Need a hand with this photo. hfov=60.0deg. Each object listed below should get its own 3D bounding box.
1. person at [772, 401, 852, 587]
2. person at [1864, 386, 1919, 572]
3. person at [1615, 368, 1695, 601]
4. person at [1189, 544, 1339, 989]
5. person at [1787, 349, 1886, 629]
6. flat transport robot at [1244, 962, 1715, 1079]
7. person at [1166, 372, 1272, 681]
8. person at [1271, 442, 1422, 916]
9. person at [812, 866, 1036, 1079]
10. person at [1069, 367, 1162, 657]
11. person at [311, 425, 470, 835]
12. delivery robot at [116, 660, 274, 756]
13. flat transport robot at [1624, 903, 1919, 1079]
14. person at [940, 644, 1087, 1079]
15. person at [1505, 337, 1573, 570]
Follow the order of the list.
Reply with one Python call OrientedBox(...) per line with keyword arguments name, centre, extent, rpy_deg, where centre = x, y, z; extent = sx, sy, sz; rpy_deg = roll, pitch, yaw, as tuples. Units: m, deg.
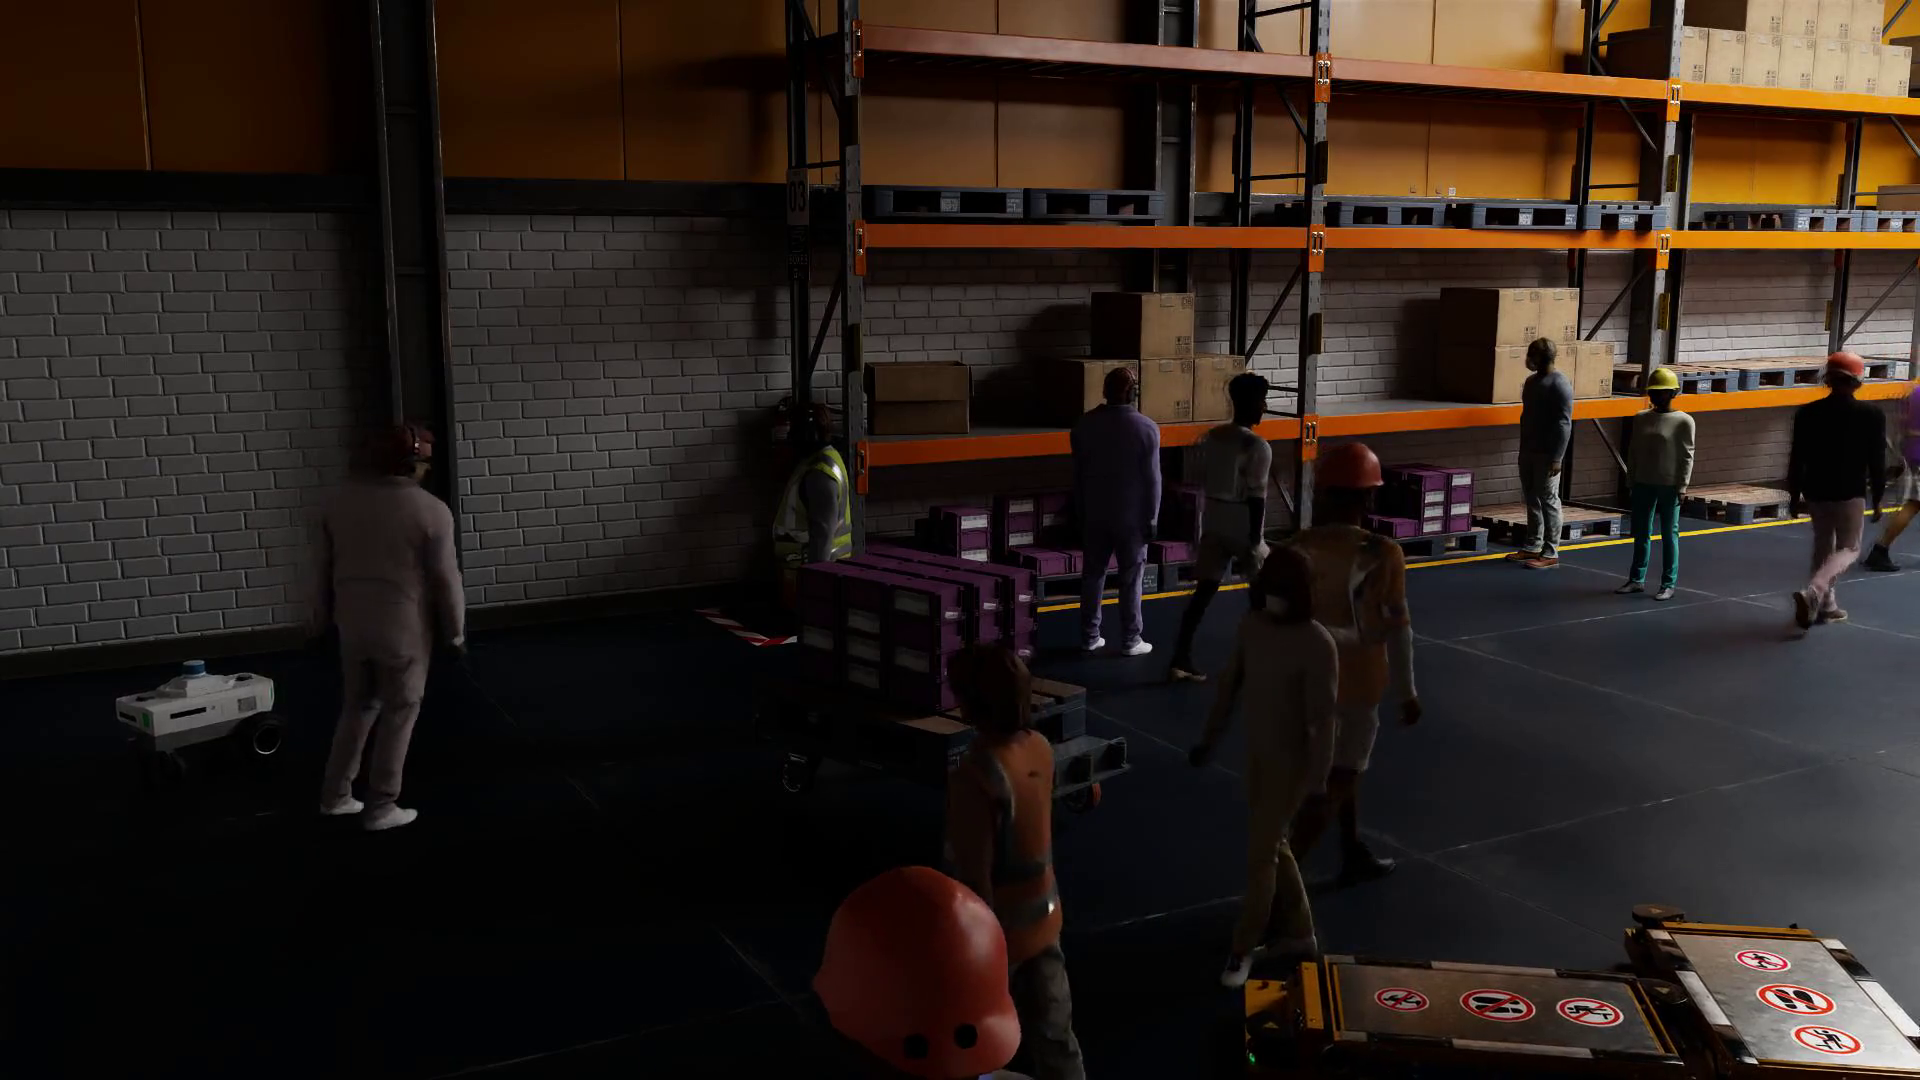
OrientedBox(name="person", centre=(-0.804, 0.165, 9.068), extent=(0.429, 1.844, 0.625), rpy_deg=(-1, 10, -6))
OrientedBox(name="person", centre=(7.982, -0.663, 13.729), extent=(1.008, 1.888, 0.566), rpy_deg=(0, 10, -2))
OrientedBox(name="person", centre=(5.311, -0.425, 12.682), extent=(0.314, 1.768, 0.526), rpy_deg=(-7, 12, -35))
OrientedBox(name="person", centre=(1.128, 0.801, 6.058), extent=(0.492, 1.618, 0.597), rpy_deg=(-5, 11, -25))
OrientedBox(name="person", centre=(6.072, -0.338, 11.587), extent=(0.829, 1.973, 0.625), rpy_deg=(-7, 12, -35))
OrientedBox(name="flat transport robot", centre=(1.648, 1.590, 5.377), extent=(1.431, 0.197, 0.652), rpy_deg=(2, 10, 9))
OrientedBox(name="person", centre=(1.676, -0.075, 10.251), extent=(0.990, 1.927, 0.624), rpy_deg=(-7, 12, -35))
OrientedBox(name="person", centre=(1.483, 0.560, 6.660), extent=(0.957, 1.908, 0.538), rpy_deg=(-7, 12, -37))
OrientedBox(name="person", centre=(-0.016, 1.345, 2.117), extent=(0.550, 1.891, 0.966), rpy_deg=(-5, 11, -26))
OrientedBox(name="person", centre=(1.034, -0.182, 10.915), extent=(0.635, 1.899, 0.401), rpy_deg=(6, 11, 30))
OrientedBox(name="person", centre=(-2.602, 0.410, 7.597), extent=(0.690, 1.864, 0.464), rpy_deg=(2, 10, 12))
OrientedBox(name="delivery robot", centre=(-3.903, 0.859, 8.504), extent=(0.477, 0.478, 0.707), rpy_deg=(8, 13, 39))
OrientedBox(name="flat transport robot", centre=(2.715, 1.570, 5.495), extent=(0.652, 0.197, 1.431), rpy_deg=(1, 10, 8))
OrientedBox(name="person", centre=(0.043, 1.064, 4.576), extent=(0.854, 1.589, 0.546), rpy_deg=(6, 11, 30))
OrientedBox(name="person", centre=(4.861, -0.722, 13.896), extent=(0.353, 1.936, 0.633), rpy_deg=(-2, 10, -9))
